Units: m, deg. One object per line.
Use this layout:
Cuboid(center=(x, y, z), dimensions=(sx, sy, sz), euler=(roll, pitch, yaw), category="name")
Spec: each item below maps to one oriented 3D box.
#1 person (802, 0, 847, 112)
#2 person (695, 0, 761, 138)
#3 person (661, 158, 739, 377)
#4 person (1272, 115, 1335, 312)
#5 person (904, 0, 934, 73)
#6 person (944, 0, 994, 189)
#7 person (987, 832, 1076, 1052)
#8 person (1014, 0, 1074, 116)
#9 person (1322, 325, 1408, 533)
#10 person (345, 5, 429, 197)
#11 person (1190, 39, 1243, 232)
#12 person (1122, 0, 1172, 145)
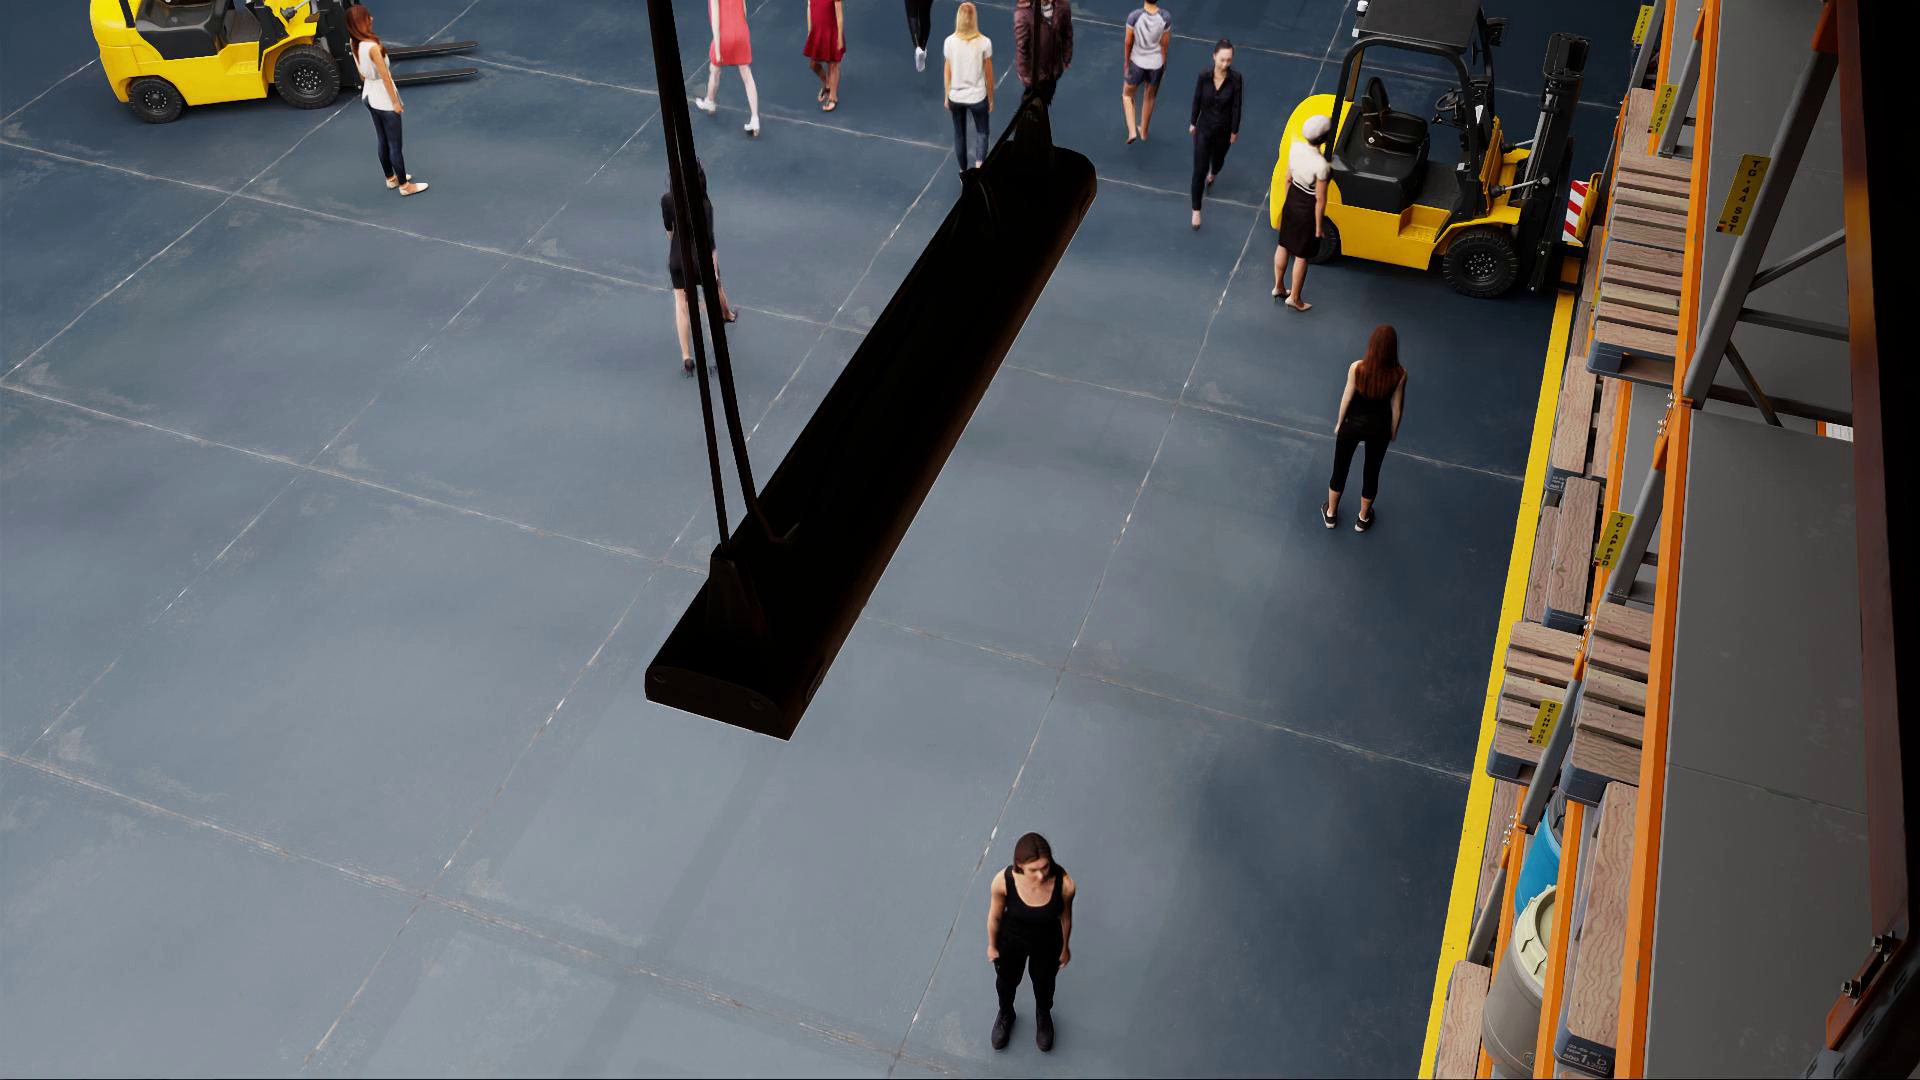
Cuboid(center=(-1.263, -4.936, 16.047), dimensions=(0.548, 1.548, 0.629), euler=(16, 46, 17), category="person")
Cuboid(center=(-2.068, -4.600, 15.518), dimensions=(1.081, 1.791, 0.988), euler=(-35, 53, -31), category="person")
Cuboid(center=(-2.095, -2.059, 12.872), dimensions=(0.696, 1.763, 1.074), euler=(7, 44, 8), category="person")
Cuboid(center=(2.772, -2.644, 13.492), dimensions=(0.730, 1.755, 0.690), euler=(-21, 48, -21), category="person")
Cuboid(center=(-0.395, -5.464, 16.474), dimensions=(0.838, 1.725, 1.069), euler=(-2, 44, -2), category="person")
Cuboid(center=(0.064, -3.849, 14.726), dimensions=(0.727, 1.796, 0.896), euler=(3, 44, 3), category="person")
Cuboid(center=(0.362, 2.072, 8.590), dimensions=(0.648, 1.688, 0.629), euler=(3, 44, 3), category="person")
Cuboid(center=(0.696, -4.398, 15.291), dimensions=(1.204, 1.813, 1.229), euler=(-23, 48, -22), category="person")
Cuboid(center=(2.812, -0.774, 11.550), dimensions=(0.595, 1.726, 0.533), euler=(10, 44, 10), category="person")
Cuboid(center=(-5.161, -3.909, 14.797), dimensions=(0.673, 1.785, 0.660), euler=(33, 53, 30), category="person")
Cuboid(center=(2.233, -3.588, 14.540), dimensions=(0.679, 1.675, 1.088), euler=(9, 44, 9), category="person")
Cuboid(center=(1.729, -4.374, 15.416), dimensions=(0.716, 1.606, 0.838), euler=(-1, 44, -2), category="person")
